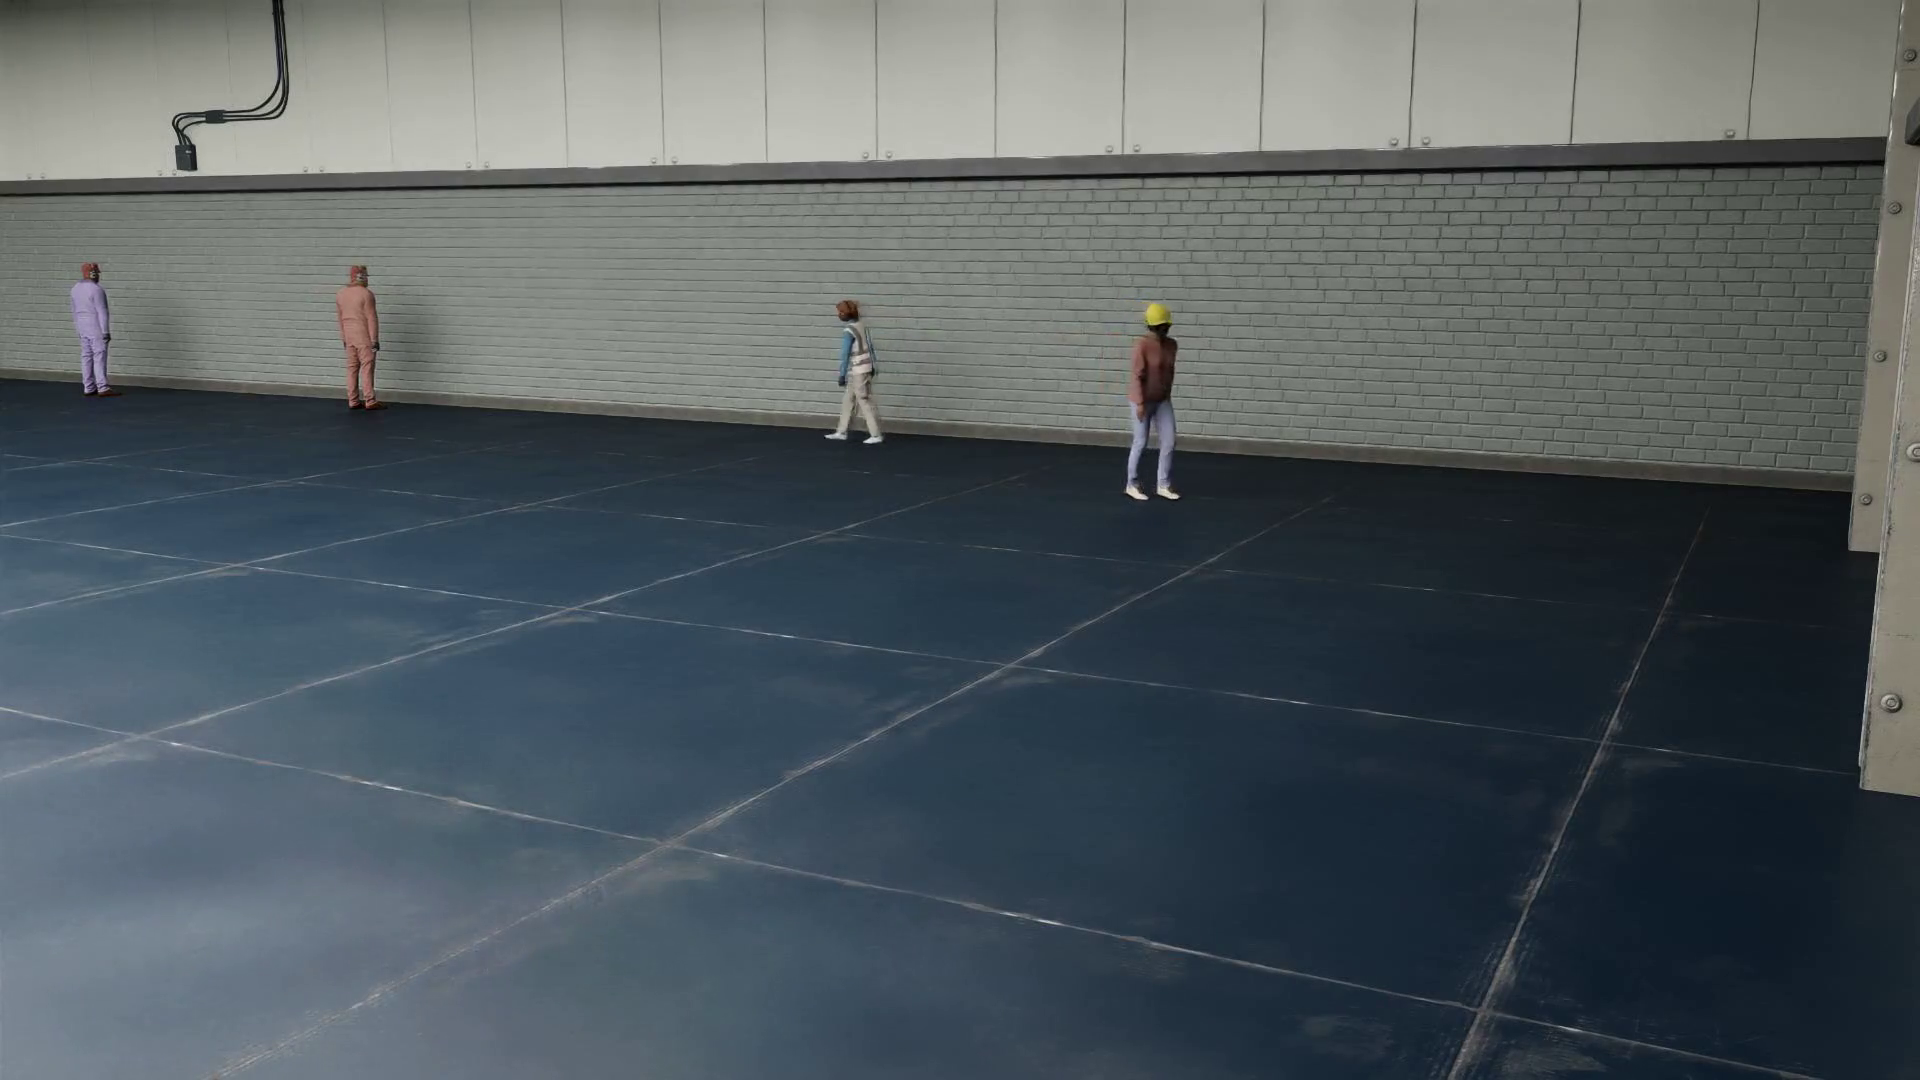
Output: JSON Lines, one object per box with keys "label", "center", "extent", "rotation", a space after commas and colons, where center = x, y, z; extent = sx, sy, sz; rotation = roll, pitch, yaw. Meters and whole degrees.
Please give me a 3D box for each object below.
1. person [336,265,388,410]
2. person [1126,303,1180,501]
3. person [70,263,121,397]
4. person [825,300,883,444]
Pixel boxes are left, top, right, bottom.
{"label": "person", "center": [-7.882, -2.659, 21.919], "extent": [0.643, 1.905, 0.399], "rotation": [6, 12, 29]}
{"label": "person", "center": [1.652, -1.174, 14.299], "extent": [0.540, 1.724, 0.647], "rotation": [-7, 12, -33]}
{"label": "person", "center": [-12.371, -3.004, 23.794], "extent": [0.643, 1.908, 0.399], "rotation": [6, 12, 29]}
{"label": "person", "center": [-1.189, -1.836, 18.260], "extent": [0.741, 1.588, 0.574], "rotation": [2, 11, 8]}
